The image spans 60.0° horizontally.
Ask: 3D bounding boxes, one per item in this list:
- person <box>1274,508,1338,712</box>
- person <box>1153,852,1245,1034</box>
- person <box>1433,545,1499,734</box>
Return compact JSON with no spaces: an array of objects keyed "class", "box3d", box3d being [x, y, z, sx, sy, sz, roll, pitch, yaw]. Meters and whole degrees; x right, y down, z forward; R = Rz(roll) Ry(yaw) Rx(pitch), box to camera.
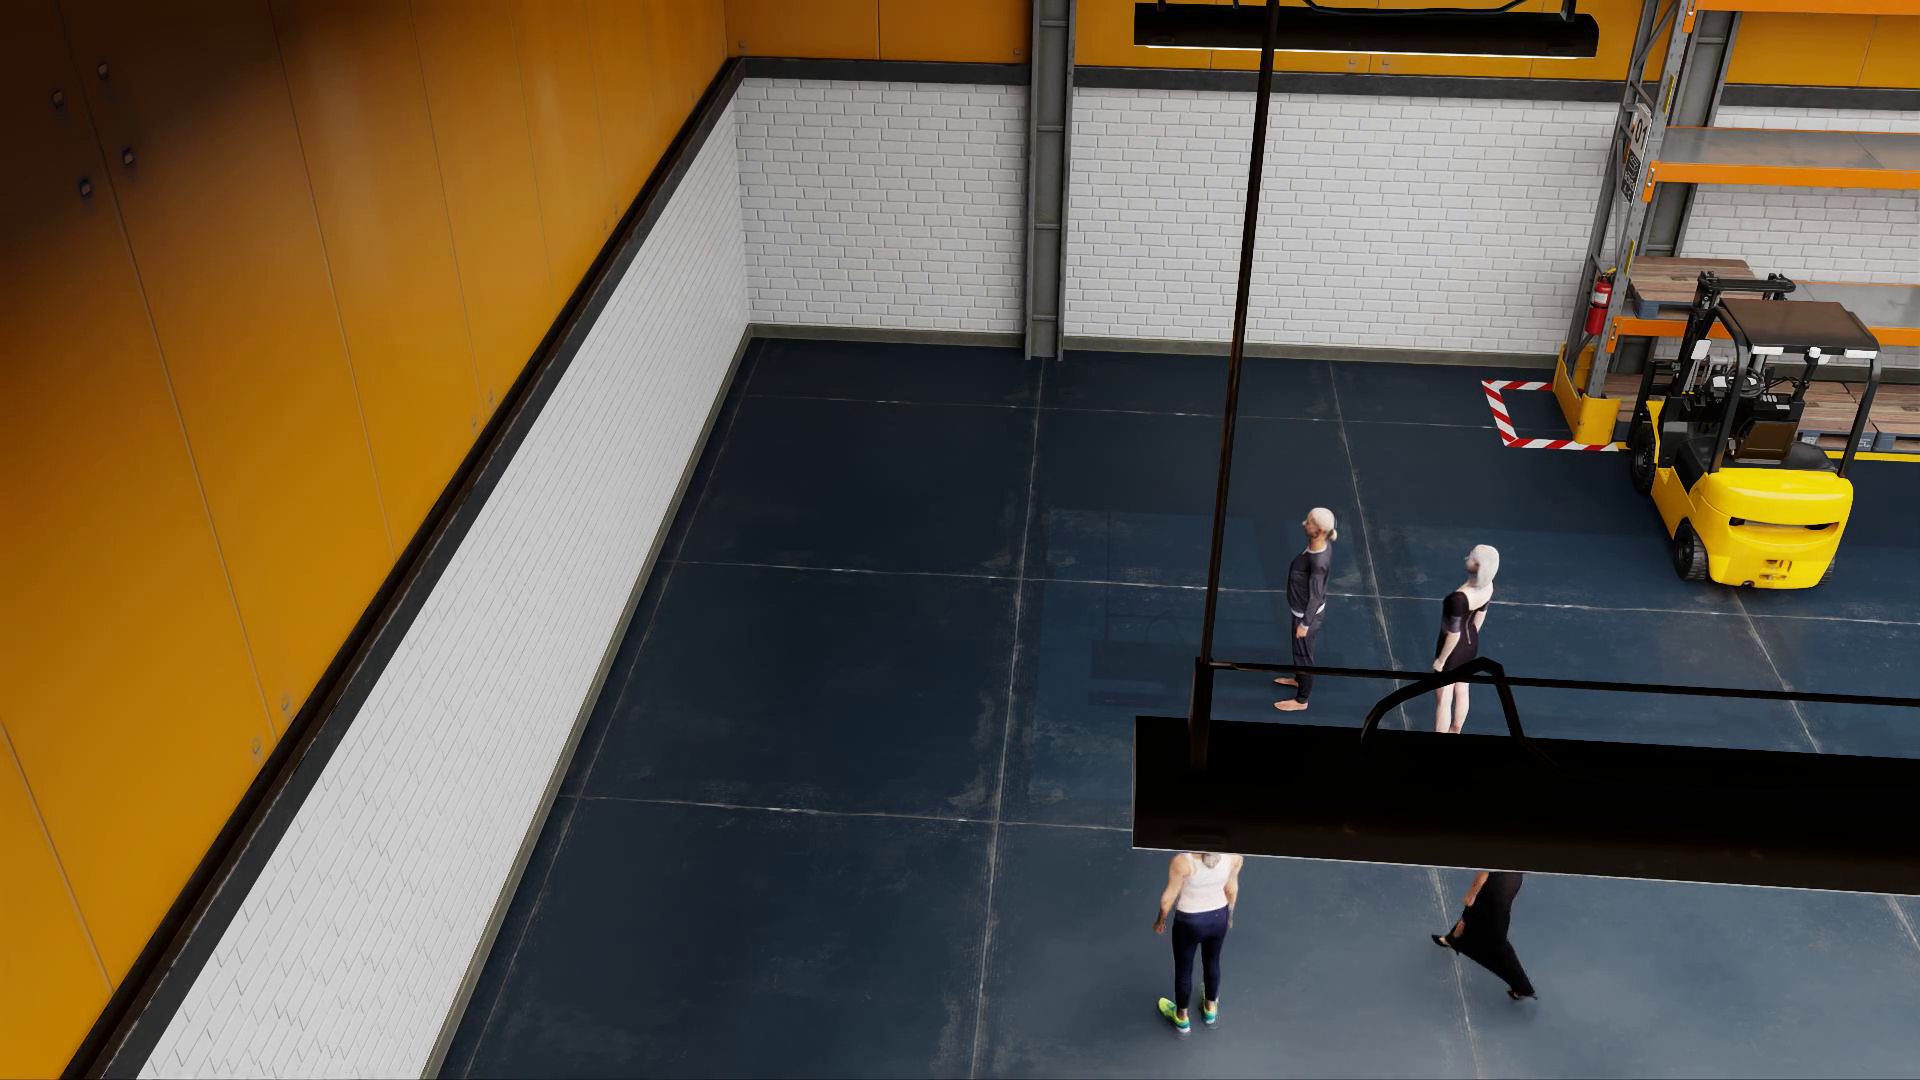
[{"class":"person","box3d":[2.591,0.493,12.369,0.536,1.727,0.616,6,34,8]},{"class":"person","box3d":[1.413,2.253,9.746,0.615,1.700,0.761,-12,36,-18]},{"class":"person","box3d":[3.543,0.795,11.826,0.654,1.826,0.714,-25,41,-32]}]
